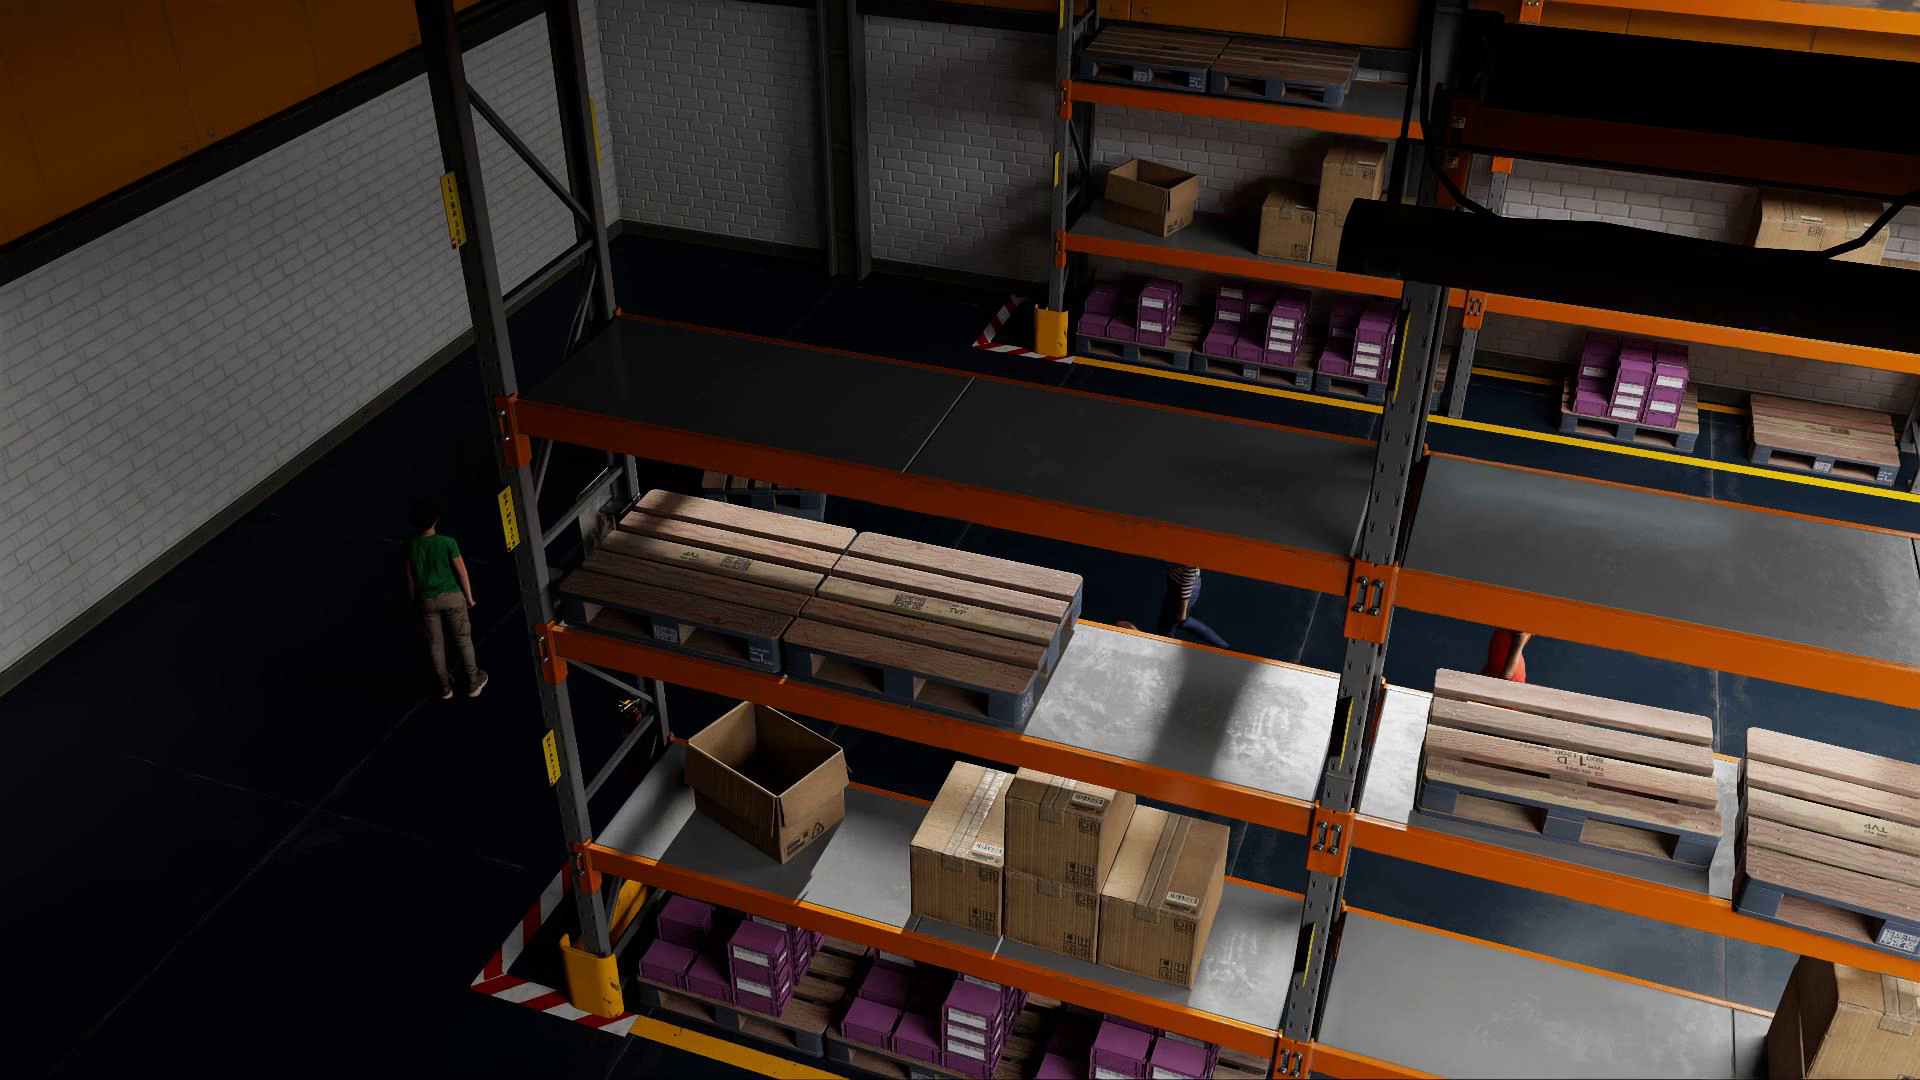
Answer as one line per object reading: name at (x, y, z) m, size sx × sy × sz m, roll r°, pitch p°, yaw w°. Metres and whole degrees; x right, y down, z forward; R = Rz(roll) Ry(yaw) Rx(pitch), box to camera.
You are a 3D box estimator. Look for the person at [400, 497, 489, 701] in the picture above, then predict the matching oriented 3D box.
person at (-3.733, 0.424, 11.948) m, size 0.604 × 1.651 × 0.729 m, roll -3°, pitch 34°, yaw -5°
